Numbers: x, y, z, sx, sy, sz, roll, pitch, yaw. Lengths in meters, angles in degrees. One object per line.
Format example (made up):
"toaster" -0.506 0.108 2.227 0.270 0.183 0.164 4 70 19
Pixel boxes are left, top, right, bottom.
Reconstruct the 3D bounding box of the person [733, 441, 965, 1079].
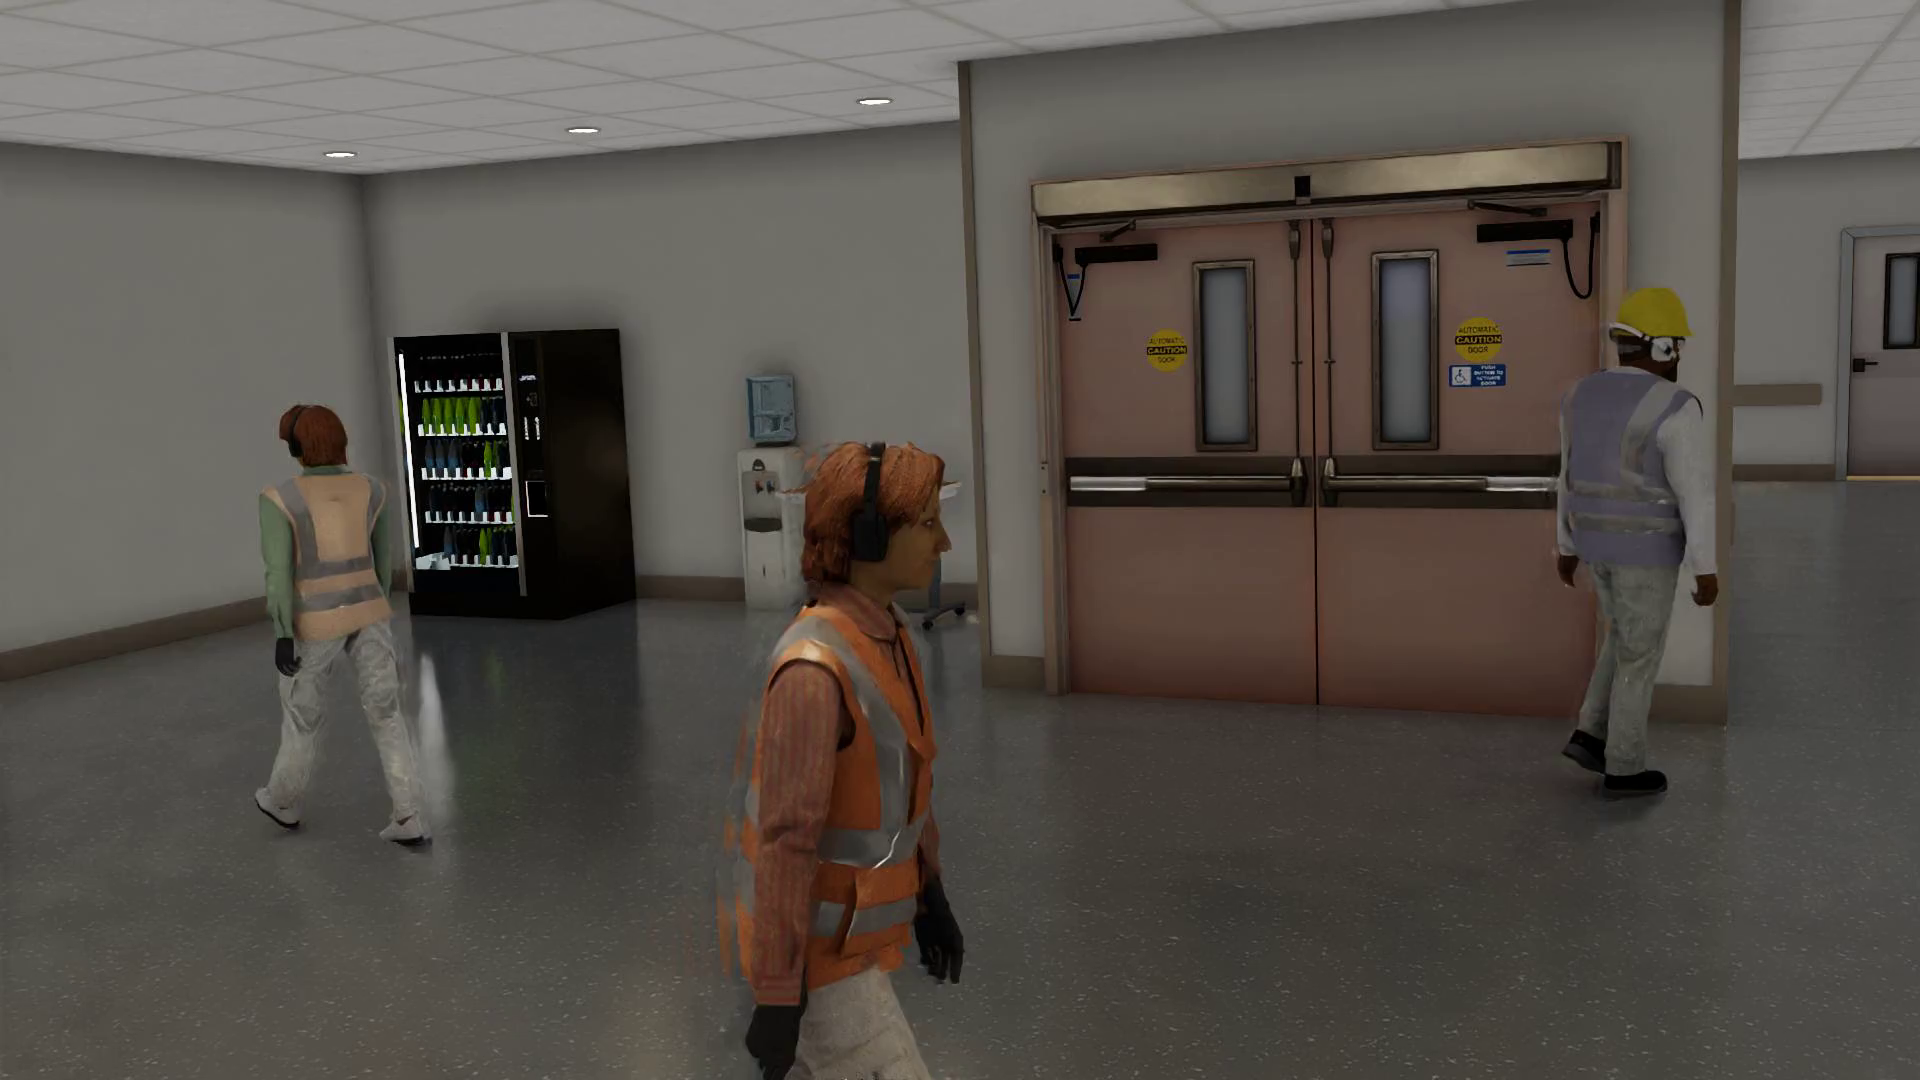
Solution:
"person" -0.161 0.655 2.623 0.538 1.612 0.524 -2 7 5

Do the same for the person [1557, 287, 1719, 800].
"person" 2.399 0.024 5.892 0.424 1.817 0.625 -5 8 -21

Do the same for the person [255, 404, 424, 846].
"person" -2.290 0.306 6.045 0.875 1.590 0.541 4 10 41
